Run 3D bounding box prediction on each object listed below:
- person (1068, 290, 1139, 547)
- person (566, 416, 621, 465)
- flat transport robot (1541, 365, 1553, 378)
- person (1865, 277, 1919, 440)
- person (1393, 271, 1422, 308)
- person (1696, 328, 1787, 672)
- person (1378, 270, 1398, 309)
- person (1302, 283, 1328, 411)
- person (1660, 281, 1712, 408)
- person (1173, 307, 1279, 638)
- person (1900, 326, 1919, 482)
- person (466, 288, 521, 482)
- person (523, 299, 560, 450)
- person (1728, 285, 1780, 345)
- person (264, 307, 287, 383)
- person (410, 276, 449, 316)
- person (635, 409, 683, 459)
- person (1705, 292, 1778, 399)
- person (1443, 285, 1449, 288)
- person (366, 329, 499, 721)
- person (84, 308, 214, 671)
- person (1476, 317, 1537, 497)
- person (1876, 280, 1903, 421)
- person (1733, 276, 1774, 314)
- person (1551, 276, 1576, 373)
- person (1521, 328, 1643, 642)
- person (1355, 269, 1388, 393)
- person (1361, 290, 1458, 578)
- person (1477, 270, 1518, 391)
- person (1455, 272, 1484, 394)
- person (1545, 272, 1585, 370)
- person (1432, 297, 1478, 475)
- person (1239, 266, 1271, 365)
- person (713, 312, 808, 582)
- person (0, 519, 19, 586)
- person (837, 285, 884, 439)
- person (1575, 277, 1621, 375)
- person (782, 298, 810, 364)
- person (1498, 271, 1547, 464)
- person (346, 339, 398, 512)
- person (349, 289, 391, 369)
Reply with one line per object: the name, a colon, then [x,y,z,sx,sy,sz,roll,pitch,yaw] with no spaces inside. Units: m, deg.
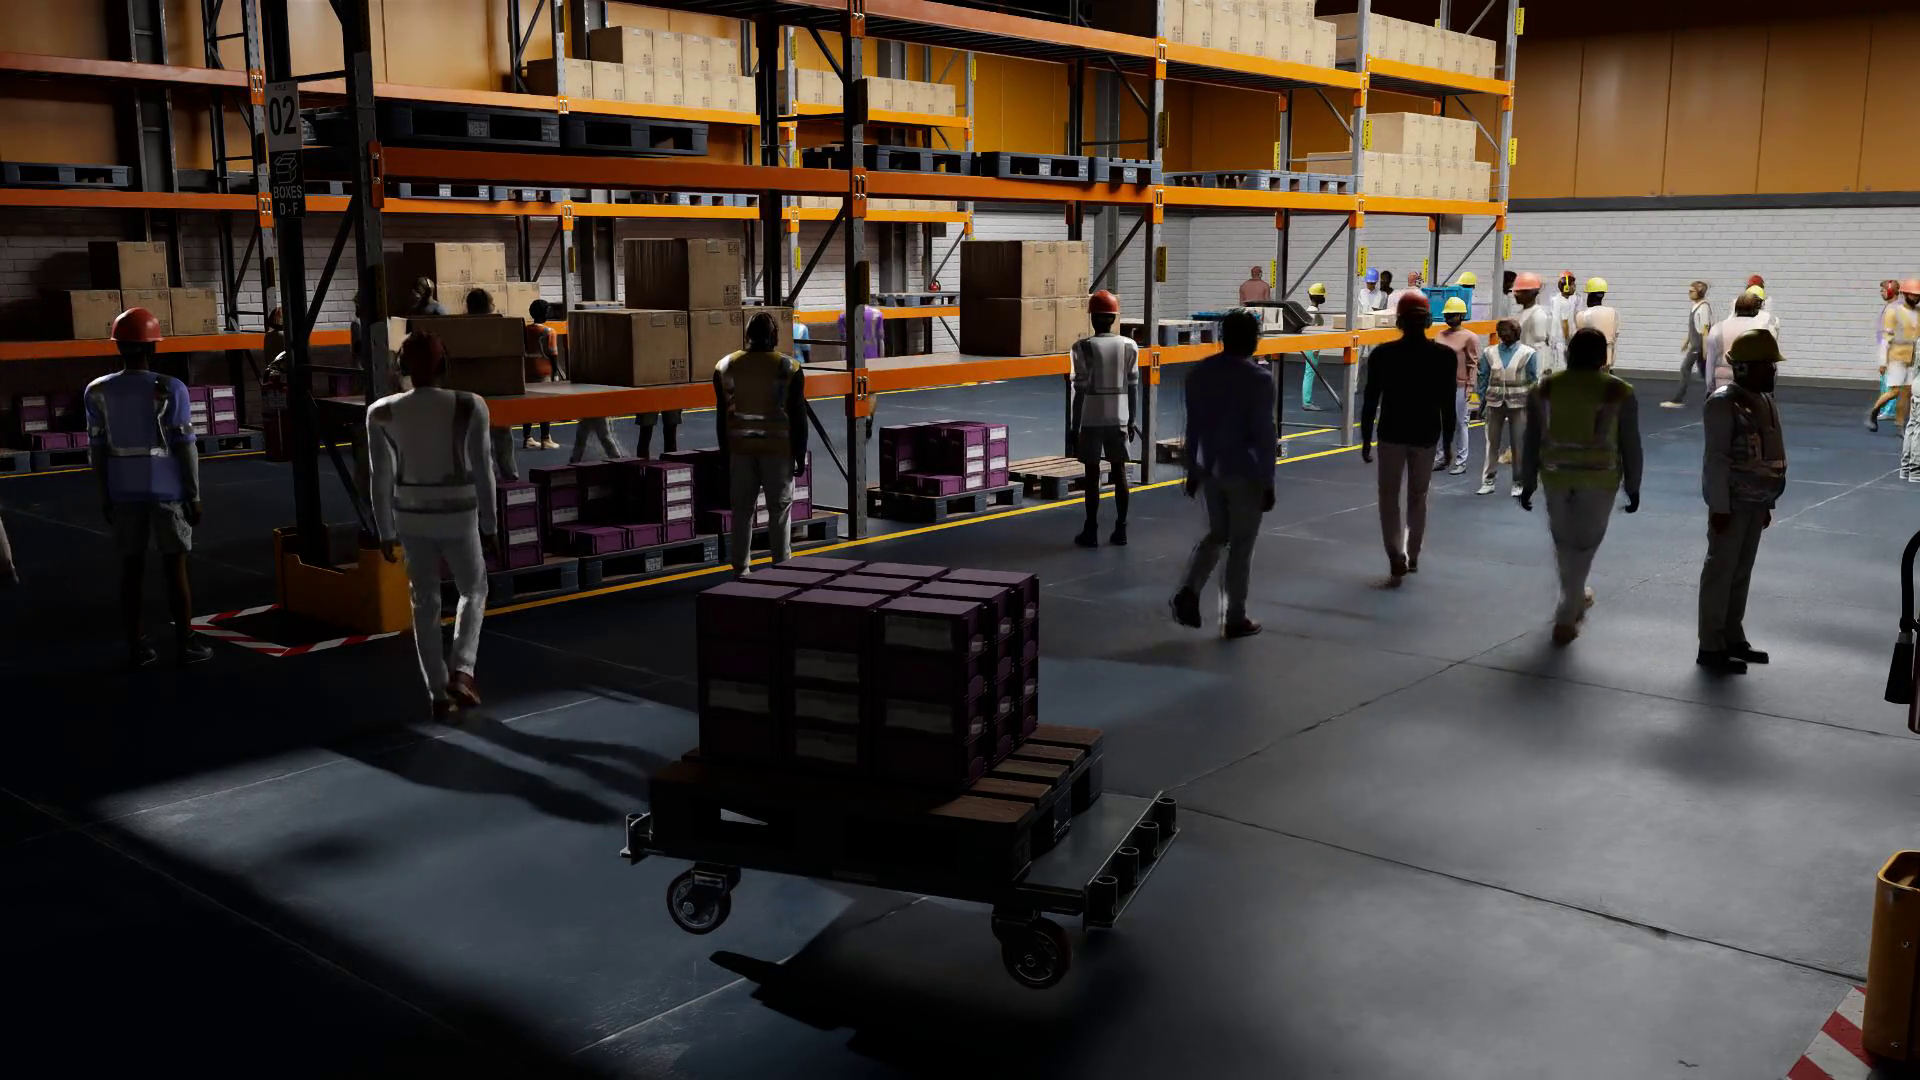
person: [1.074,-0.911,12.586,0.543,1.939,0.361,-3,10,-15]
person: [-3.508,-1.254,15.504,0.829,1.588,0.512,-2,10,-9]
flat transport robot: [10.341,-2.915,28.738,1.431,0.197,0.652,-6,12,-30]
person: [11.119,-2.144,19.671,0.553,1.923,0.580,-2,10,-11]
person: [6.863,-3.110,25.197,0.408,1.909,0.638,-7,12,-34]
person: [4.213,-0.221,8.954,0.588,1.833,0.404,-9,13,-42]
person: [7.175,-3.589,27.990,0.920,1.891,0.582,-9,13,-42]
person: [4.942,-2.680,23.151,0.311,1.768,0.533,2,10,9]
person: [10.448,-2.741,23.404,0.931,1.810,0.517,3,11,18]
person: [1.533,-0.368,9.539,0.513,1.919,0.644,-8,13,-39]
person: [9.374,-1.427,16.081,0.320,1.742,0.492,2,10,14]
person: [-3.993,-1.186,14.236,0.658,1.909,0.849,9,13,41]
person: [-4.714,-1.851,18.657,0.533,1.687,0.320,5,11,27]
person: [9.240,-2.059,19.471,0.585,1.824,0.406,3,10,17]
person: [-7.284,-1.687,17.900,0.497,1.629,0.277,7,12,35]
person: [-5.963,-1.981,18.681,0.630,1.940,0.372,7,12,35]
person: [-2.679,-1.359,14.866,0.605,2.034,0.392,-5,11,-27]
person: [7.462,-1.443,15.890,0.633,1.841,0.429,8,13,38]
person: [8.498,-3.738,29.648,0.584,1.604,0.533,0,10,3]
person: [-2.498,-0.068,7.946,0.586,1.873,0.411,-1,10,-8]
person: [-4.332,-0.261,8.889,0.543,1.938,0.357,-1,10,-6]
person: [4.970,-1.207,15.141,0.528,1.630,0.322,7,12,34]
person: [12.193,-2.477,21.787,0.392,1.837,0.564,3,10,17]
person: [11.695,-2.973,24.579,0.600,1.855,0.814,9,13,41]
person: [8.440,-2.751,23.254,0.328,1.872,0.512,0,10,3]
person: [3.662,-0.341,9.752,0.653,1.790,0.941,8,13,37]
person: [6.347,-3.241,25.858,0.602,1.937,0.406,0,10,1]
person: [3.065,-0.713,11.358,0.629,1.979,0.736,2,10,11]
person: [8.196,-3.146,25.349,0.623,1.928,0.676,6,12,30]
person: [6.916,-2.694,22.761,0.357,1.930,0.591,9,14,42]
person: [9.332,-3.188,25.704,0.562,1.880,1.002,4,11,20]
person: [4.922,-1.539,16.648,0.314,1.769,0.524,-7,12,-36]
person: [5.742,-4.352,32.266,0.641,1.909,0.409,6,11,30]
person: [-1.303,-0.584,11.028,0.622,1.837,0.428,1,10,8]
person: [-6.793,-0.617,10.903,1.047,1.932,0.601,-2,10,-10]
person: [-1.159,-2.110,19.542,0.571,1.893,0.793,-1,10,-4]
person: [7.098,-1.971,18.651,0.587,1.928,0.382,-4,11,-20]
person: [-2.034,-1.997,19.498,0.540,1.676,0.570,-2,10,-12]
person: [5.998,-1.776,17.291,0.840,2.023,0.618,1,10,3]
person: [-4.185,-0.664,12.088,0.519,1.626,0.475,3,10,18]
person: [-6.465,-1.847,18.282,0.453,1.830,0.609,3,10,18]
